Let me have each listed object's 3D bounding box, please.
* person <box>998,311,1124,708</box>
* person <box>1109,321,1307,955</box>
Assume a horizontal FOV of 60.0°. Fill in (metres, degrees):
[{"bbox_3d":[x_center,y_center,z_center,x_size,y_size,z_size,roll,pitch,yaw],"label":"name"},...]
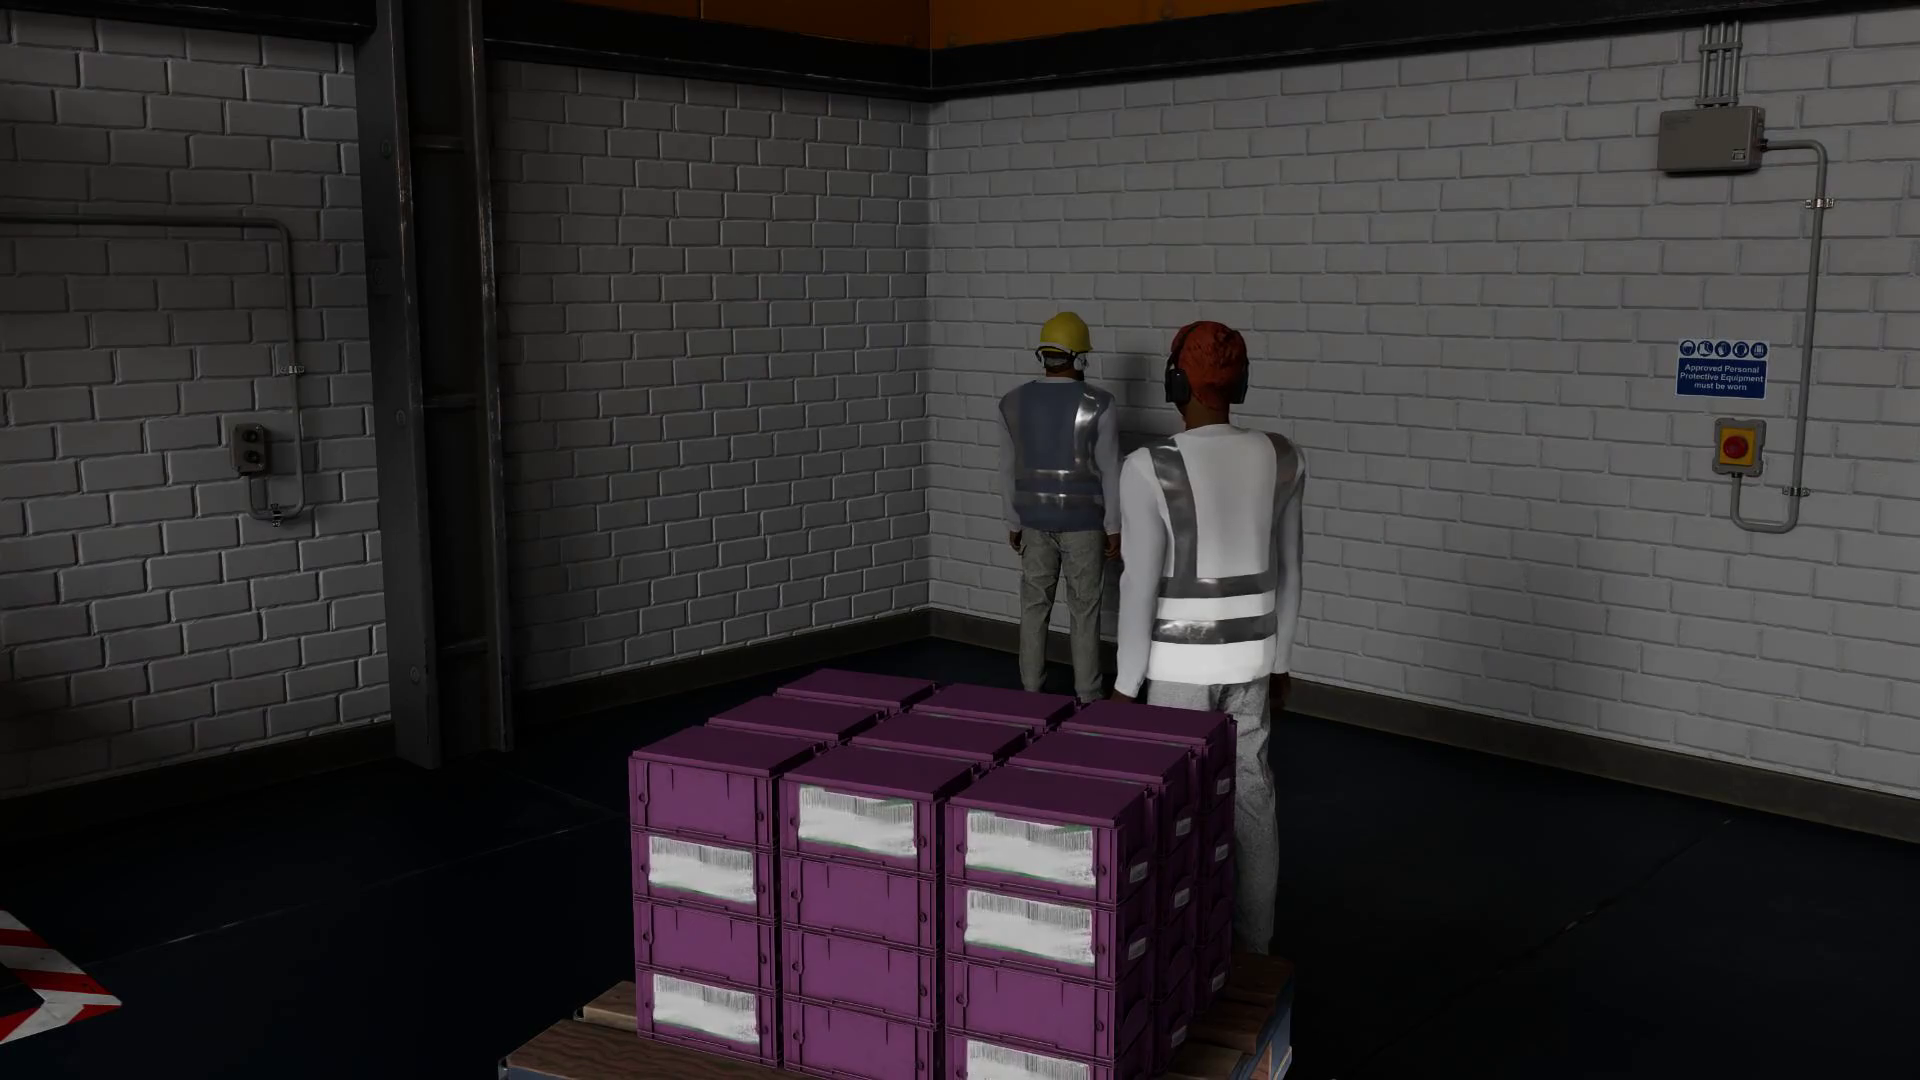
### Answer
[{"bbox_3d":[0.470,-0.101,7.464,0.589,1.833,0.404,4,10,25],"label":"person"},{"bbox_3d":[0.672,0.348,4.560,0.572,1.883,0.354,-4,10,-23],"label":"person"}]
